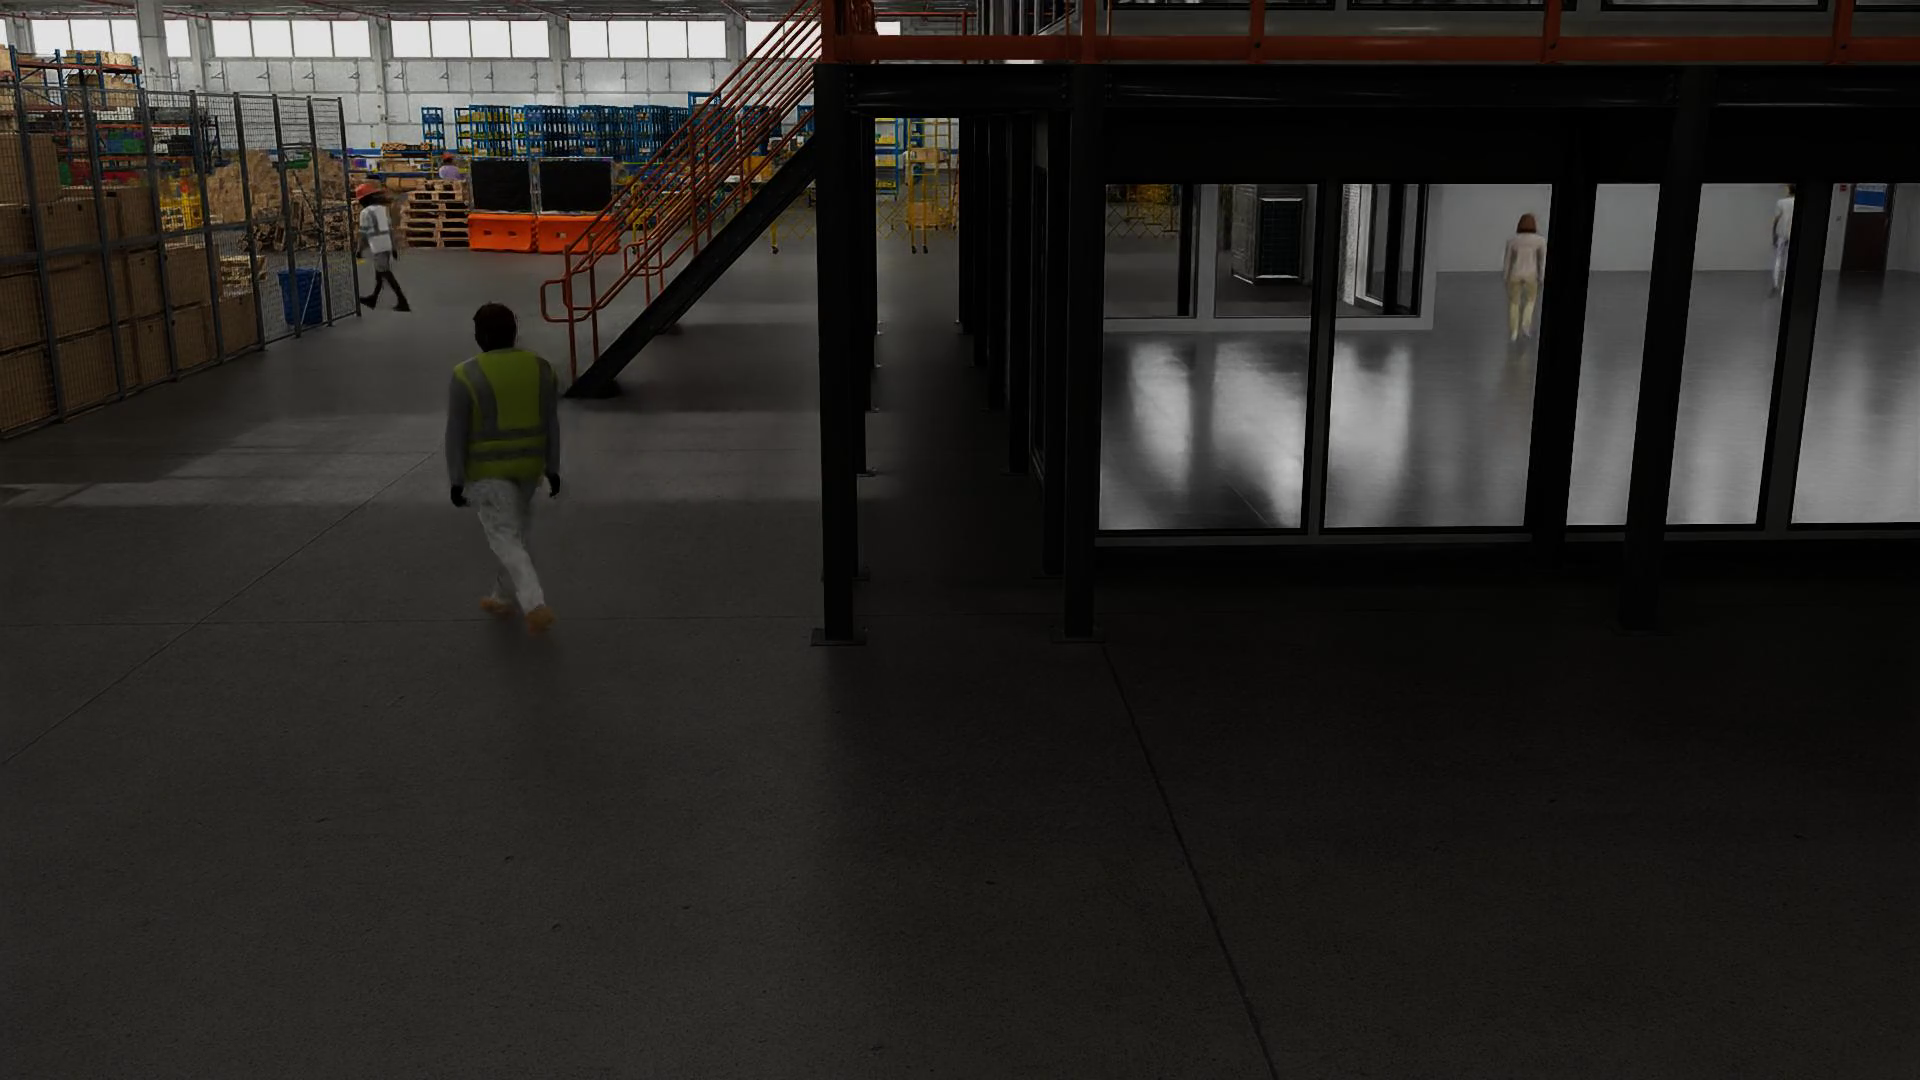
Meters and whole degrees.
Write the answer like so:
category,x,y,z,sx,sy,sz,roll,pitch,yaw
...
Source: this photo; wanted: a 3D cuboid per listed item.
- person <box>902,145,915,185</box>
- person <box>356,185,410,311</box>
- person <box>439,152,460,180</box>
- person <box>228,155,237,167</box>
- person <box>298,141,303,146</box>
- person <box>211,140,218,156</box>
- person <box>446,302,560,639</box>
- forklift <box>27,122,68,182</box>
category,x,y,z,sx,sy,sz,roll,pitch,yaw
person,-2.305,-16.988,75.355,0.592,1.834,0.404,3,14,11
person,-8.644,-4.318,24.690,0.984,1.859,0.565,4,15,15
person,-13.392,-9.144,43.612,0.492,2.023,0.621,11,18,38
person,-23.221,-11.436,53.323,0.547,1.752,0.366,1,14,6
person,-36.722,-21.421,93.098,0.693,1.821,0.639,-10,17,-34
person,-38.346,-19.620,85.651,0.605,1.943,0.402,7,16,27
person,-2.449,-0.381,9.036,0.901,1.812,0.633,14,19,43
forklift,-35.376,-14.773,64.377,1.129,2.768,1.873,-1,14,-2
